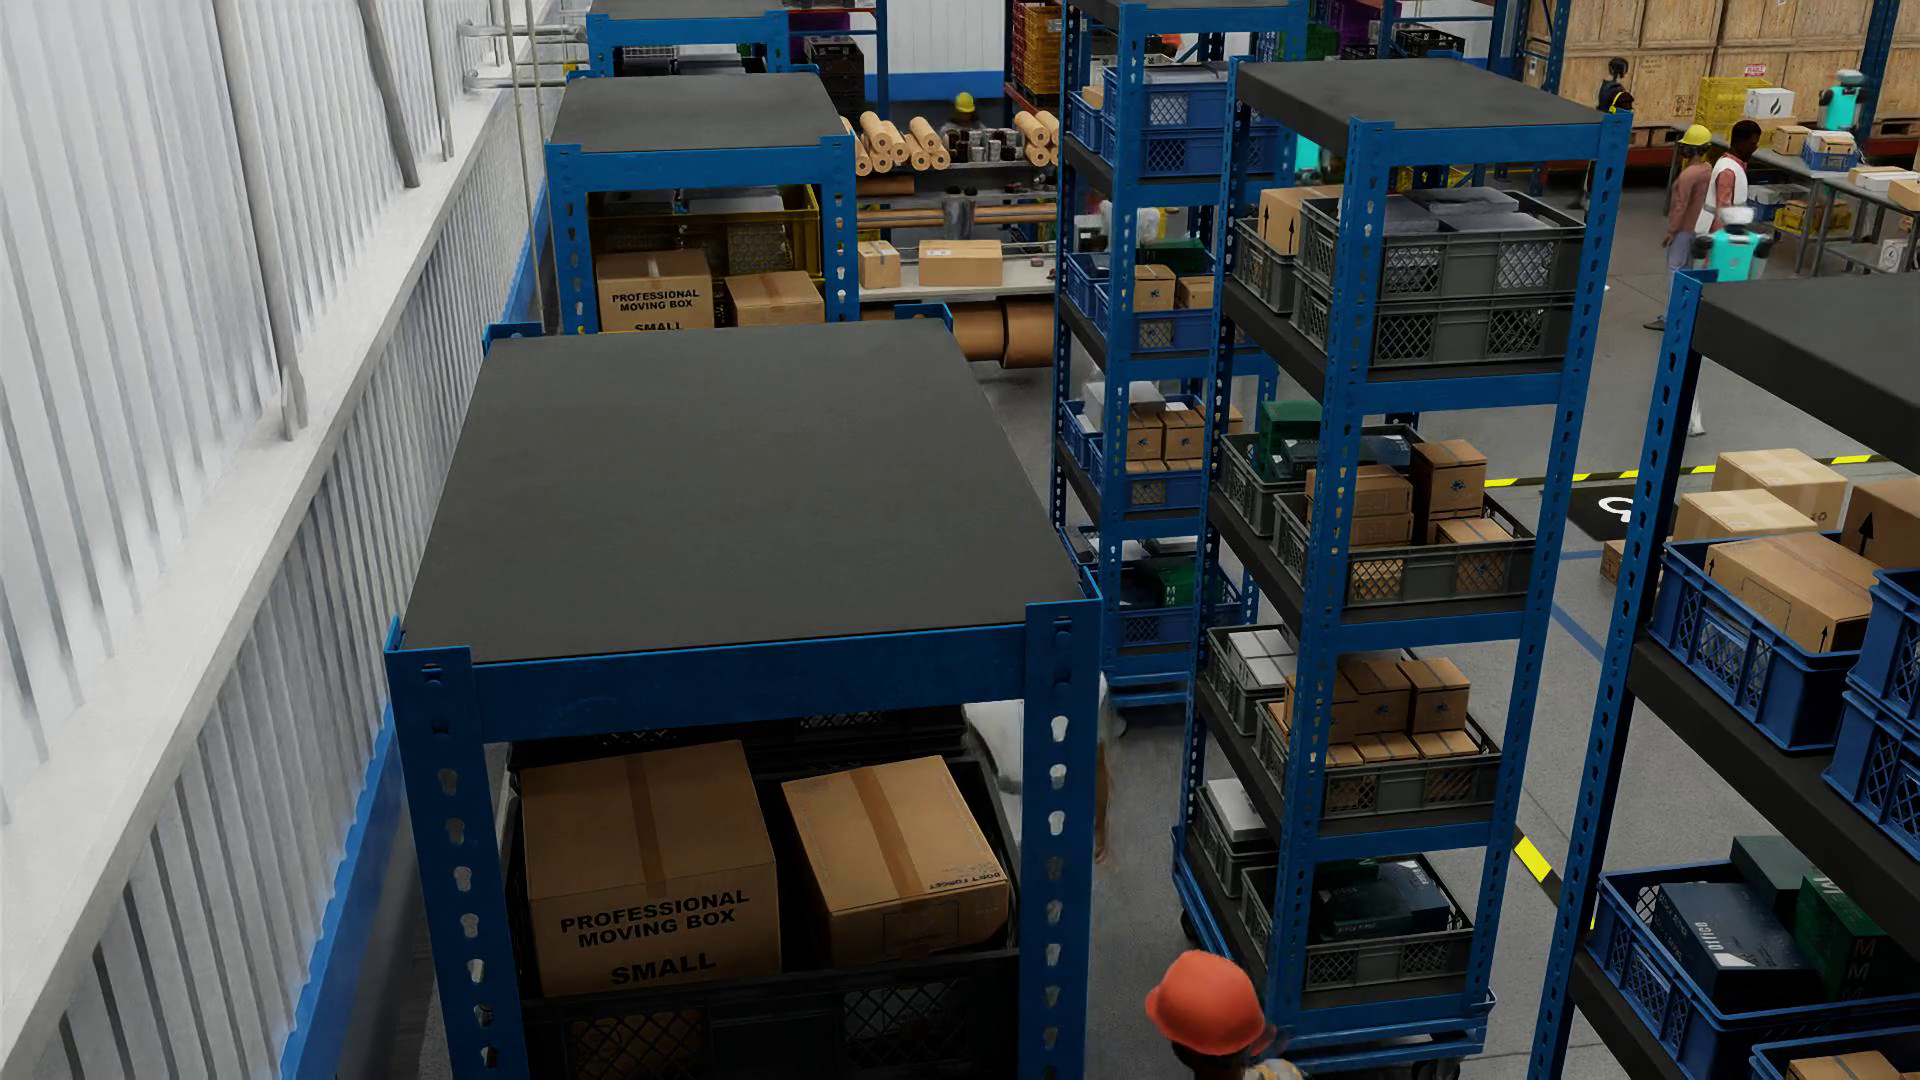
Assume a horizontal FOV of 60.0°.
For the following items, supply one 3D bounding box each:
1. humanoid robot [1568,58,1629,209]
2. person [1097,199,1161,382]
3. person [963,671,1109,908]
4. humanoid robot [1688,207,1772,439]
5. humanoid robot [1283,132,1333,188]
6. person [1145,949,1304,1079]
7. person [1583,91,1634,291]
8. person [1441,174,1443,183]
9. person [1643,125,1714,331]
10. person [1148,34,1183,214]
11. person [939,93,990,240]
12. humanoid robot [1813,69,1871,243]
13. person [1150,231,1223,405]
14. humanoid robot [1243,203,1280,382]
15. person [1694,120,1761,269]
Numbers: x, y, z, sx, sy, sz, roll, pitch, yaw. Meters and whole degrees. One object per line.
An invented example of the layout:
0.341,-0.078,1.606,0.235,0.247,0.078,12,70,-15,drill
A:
7.152,-4.481,18.365,0.655,1.636,0.590,-1,25,-3,humanoid robot
1.271,-1.988,12.731,0.539,1.845,0.588,12,27,24,person
0.230,0.992,6.307,0.584,1.793,0.964,-6,25,-12,person
5.373,-1.572,11.948,0.554,1.737,1.024,2,25,4,humanoid robot
3.157,-2.983,15.053,0.543,1.801,0.798,-4,25,-8,humanoid robot
0.646,1.886,4.227,0.539,1.920,0.519,-21,32,-38,person
5.922,-3.186,15.327,0.497,1.861,0.331,-17,30,-33,person
5.042,-4.182,17.522,0.343,1.839,0.498,-19,31,-35,person
6.218,-2.677,14.324,0.314,1.769,0.523,22,33,39,person
2.201,-4.529,18.019,0.366,2.048,0.606,20,31,36,person
0.062,-3.435,16.040,0.501,1.705,0.814,-8,26,-16,person
9.071,-3.827,16.872,0.531,1.770,0.959,-8,26,-16,humanoid robot
1.480,-1.097,10.788,0.589,1.853,0.371,-2,25,-4,person
2.417,-2.079,13.113,0.599,1.659,0.315,16,29,31,humanoid robot
6.302,-2.523,13.816,0.392,1.913,0.587,10,27,22,person
